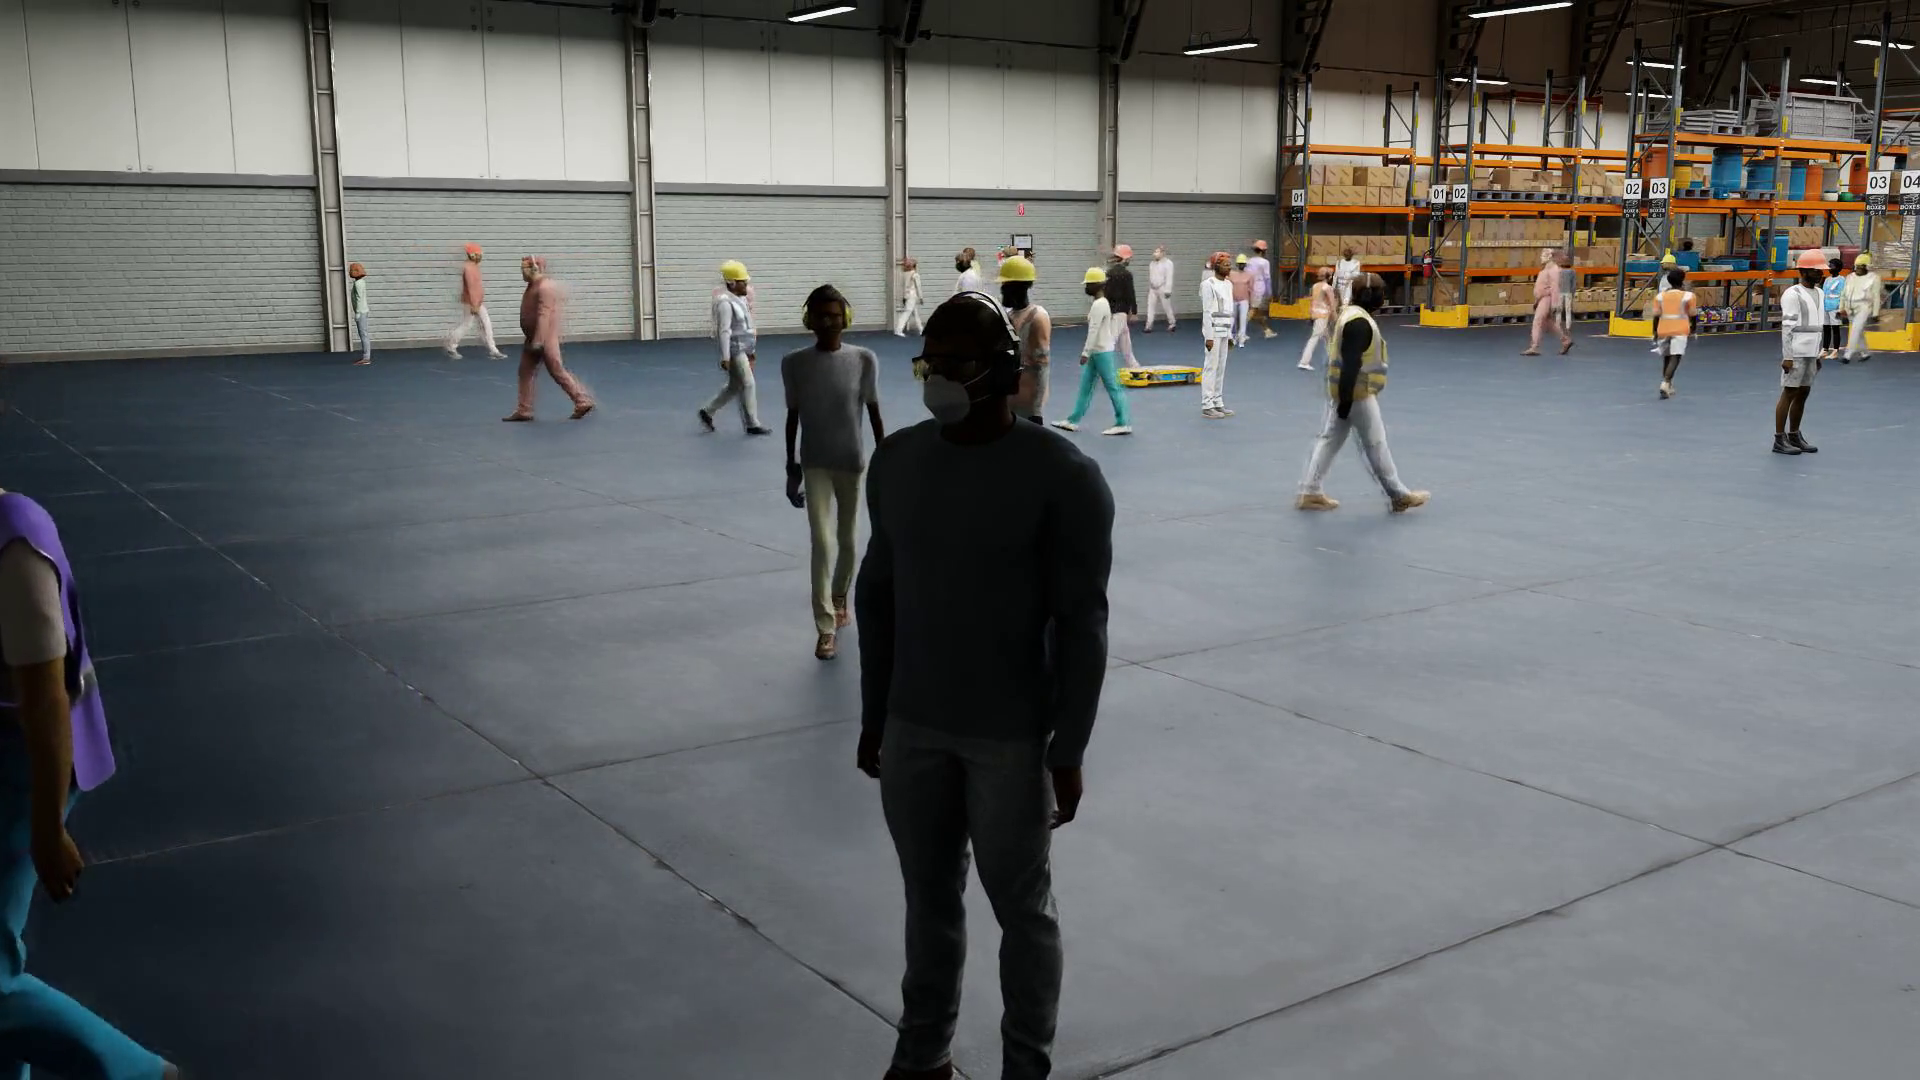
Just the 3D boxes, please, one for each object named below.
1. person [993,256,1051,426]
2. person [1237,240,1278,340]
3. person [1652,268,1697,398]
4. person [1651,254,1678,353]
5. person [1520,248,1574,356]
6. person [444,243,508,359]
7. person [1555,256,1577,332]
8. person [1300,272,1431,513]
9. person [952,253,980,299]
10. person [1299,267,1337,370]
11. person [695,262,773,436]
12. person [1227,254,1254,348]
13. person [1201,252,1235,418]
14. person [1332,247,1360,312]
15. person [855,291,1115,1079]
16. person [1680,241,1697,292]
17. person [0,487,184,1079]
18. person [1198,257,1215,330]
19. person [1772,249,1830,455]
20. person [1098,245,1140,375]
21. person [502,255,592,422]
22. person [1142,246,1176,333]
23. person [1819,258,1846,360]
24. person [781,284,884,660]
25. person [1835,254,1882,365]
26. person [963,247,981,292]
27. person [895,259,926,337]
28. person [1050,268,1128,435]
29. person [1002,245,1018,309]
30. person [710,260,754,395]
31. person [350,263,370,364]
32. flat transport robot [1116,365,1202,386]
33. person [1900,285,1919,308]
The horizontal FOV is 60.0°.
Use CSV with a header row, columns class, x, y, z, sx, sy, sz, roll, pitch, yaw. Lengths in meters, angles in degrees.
class,x,y,z,sx,sy,sz,roll,pitch,yaw
person,0.407,-0.972,11.398,0.380,1.926,0.628,-5,12,-26
person,5.960,-4.993,33.272,1.075,1.993,0.624,-6,12,-29
person,9.138,-2.654,21.342,0.530,1.662,0.838,10,14,44
person,12.573,-4.204,29.620,0.294,1.744,0.486,1,10,3
person,10.240,-4.128,28.857,0.875,1.875,0.642,1,10,8
person,-8.189,-3.994,27.891,1.015,1.953,0.627,0,10,0
person,13.081,-5.318,36.028,0.500,1.633,0.282,1,10,5
person,3.030,-1.094,12.445,0.974,1.785,0.646,1,10,7
person,-0.021,-3.403,25.038,0.846,1.807,0.658,-1,10,-4
person,5.639,-3.423,25.753,0.881,1.586,0.540,-3,11,-15
person,-2.375,-1.983,17.296,0.807,1.804,0.594,1,10,4
person,5.242,-4.491,31.172,0.525,1.747,0.697,2,11,12
person,2.954,-2.338,19.003,0.355,1.884,0.575,7,12,34
person,8.725,-5.692,37.535,0.589,1.843,0.976,9,14,42
person,0.029,0.423,3.720,0.627,1.940,0.370,6,12,32
person,18.051,-6.467,41.444,0.424,1.951,0.643,-8,13,-37
person,-2.015,0.527,3.430,0.594,1.832,0.491,10,14,43
person,5.394,-5.340,36.213,0.811,1.596,0.530,-9,13,-39
person,8.013,-1.778,15.787,0.552,1.936,0.360,-7,12,-32
person,2.359,-3.405,24.722,1.044,1.944,0.645,-5,11,-25
person,-4.637,-2.259,18.642,0.947,1.866,0.640,-8,13,-36
person,4.338,-5.399,35.849,0.656,1.867,0.969,10,14,44
person,14.673,-3.882,27.986,0.318,1.697,0.534,-2,10,-8
person,-0.631,-0.382,8.441,0.529,1.837,0.915,-1,10,-6
person,14.558,-3.724,26.911,0.945,1.788,0.576,-5,11,-24
person,0.189,-4.903,33.185,0.430,1.845,0.619,3,11,14
person,-1.000,-4.992,34.357,0.872,1.596,0.535,-6,12,-31
person,1.353,-1.947,17.274,0.871,1.724,0.536,1,10,3
person,0.759,-3.256,23.905,0.370,1.934,0.627,0,10,1
person,-2.989,-2.769,21.759,0.540,1.748,0.647,2,10,9
person,-9.741,-3.669,26.987,0.286,1.633,0.499,-3,11,-14
flat transport robot,2.773,-2.310,23.278,1.431,0.197,0.652,-8,13,-36
person,19.216,-4.985,33.406,0.626,1.931,0.373,5,11,24
